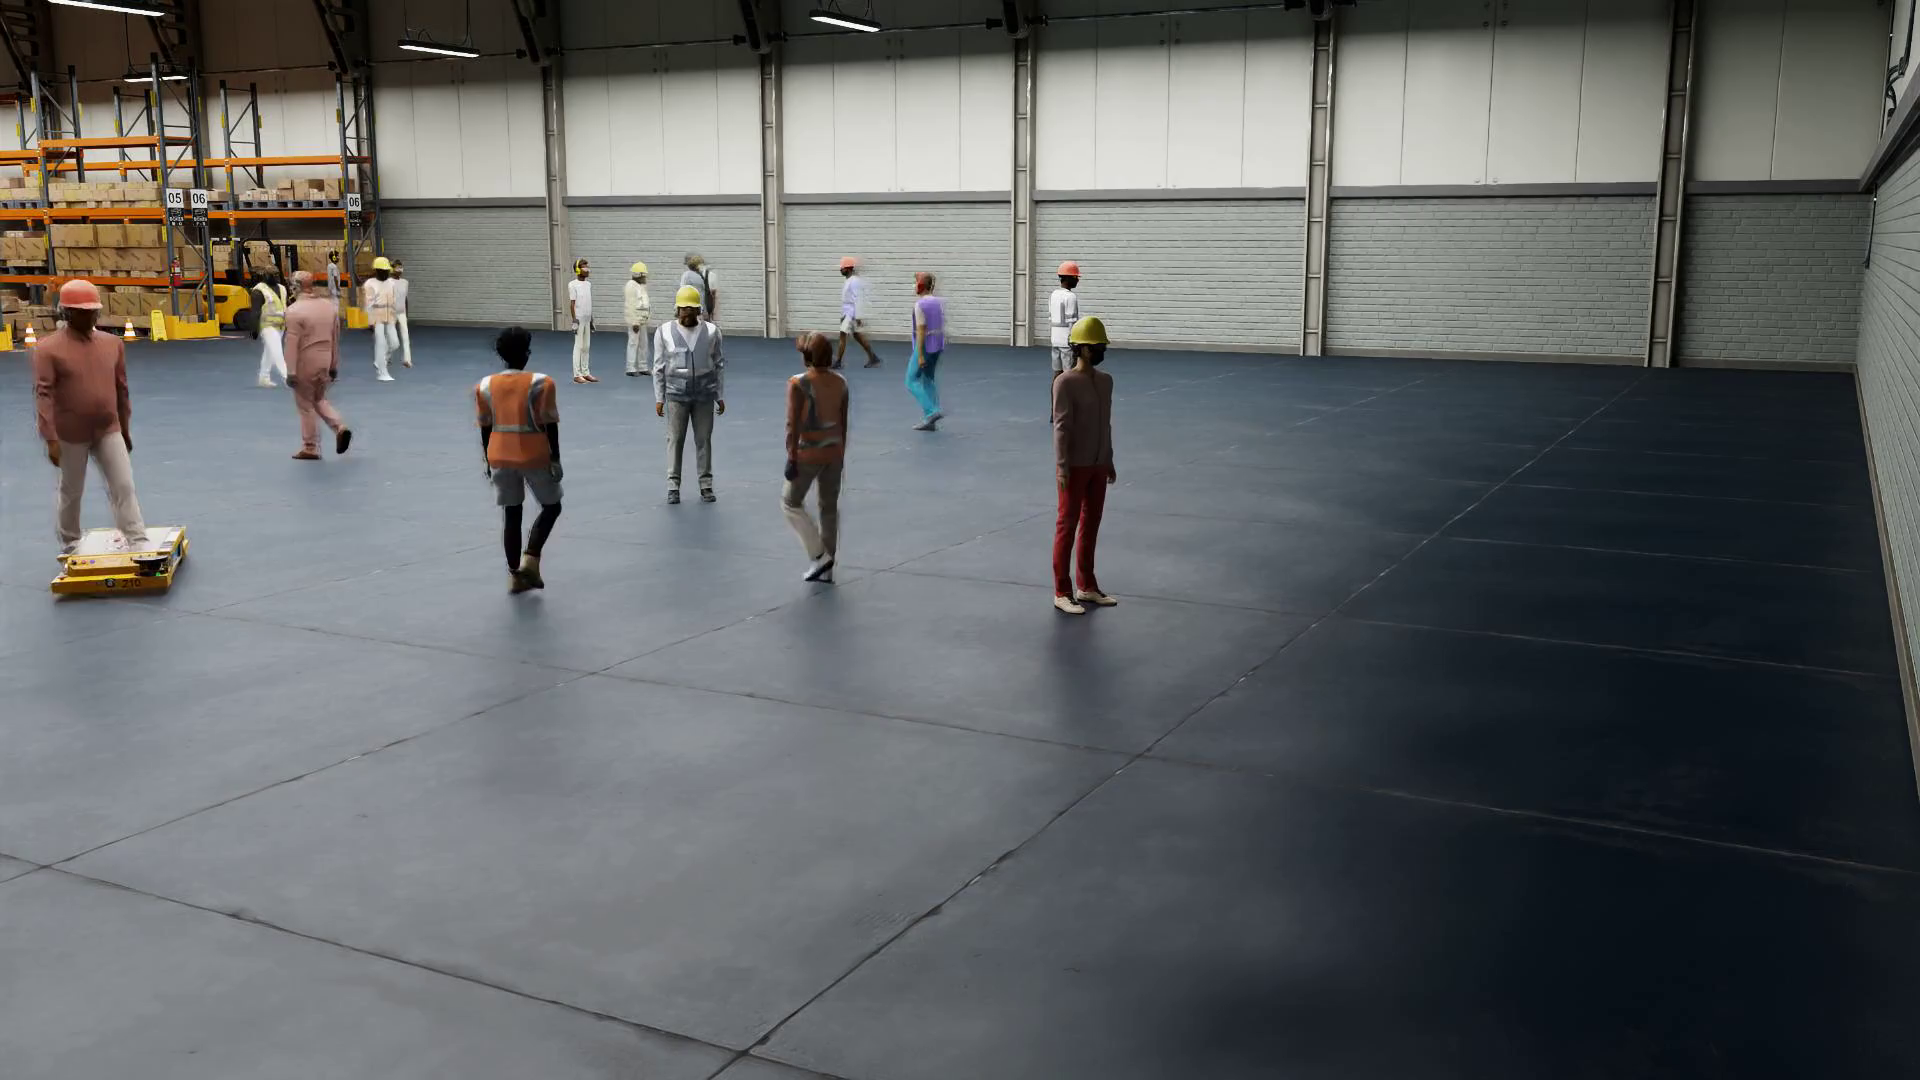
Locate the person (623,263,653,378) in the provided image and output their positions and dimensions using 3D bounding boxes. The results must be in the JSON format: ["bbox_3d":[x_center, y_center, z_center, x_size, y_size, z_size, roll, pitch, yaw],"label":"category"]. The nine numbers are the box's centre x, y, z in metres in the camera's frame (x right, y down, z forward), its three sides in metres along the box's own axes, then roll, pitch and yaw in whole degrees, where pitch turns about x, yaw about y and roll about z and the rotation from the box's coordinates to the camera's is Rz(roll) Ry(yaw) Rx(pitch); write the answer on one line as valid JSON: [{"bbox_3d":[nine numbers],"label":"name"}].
[{"bbox_3d":[-5.098,-3.462,26.310,0.410,1.809,0.609,1,10,5],"label":"person"}]

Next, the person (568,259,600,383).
[{"bbox_3d":[-5.739,-3.329,25.353,0.328,1.876,0.514,4,11,21],"label":"person"}]

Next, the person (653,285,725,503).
[{"bbox_3d":[-2.265,-1.219,13.967,0.601,1.827,0.403,-3,11,-18],"label":"person"}]

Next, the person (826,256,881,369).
[{"bbox_3d":[-1.790,-3.818,27.991,0.987,1.897,0.560,-3,11,-15],"label":"person"}]

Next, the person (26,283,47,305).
[{"bbox_3d":[-24.762,-6.871,44.565,0.403,1.919,0.587,5,11,24],"label":"person"}]

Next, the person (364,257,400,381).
[{"bbox_3d":[-8.928,-3.406,25.676,0.476,1.914,0.604,6,12,28],"label":"person"}]

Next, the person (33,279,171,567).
[{"bbox_3d":[-5.582,-0.691,10.749,0.986,1.946,0.665,7,13,34],"label":"person"}]

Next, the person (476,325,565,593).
[{"bbox_3d":[-2.740,-0.497,10.406,0.553,1.686,0.360,2,11,10],"label":"person"}]

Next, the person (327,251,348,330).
[{"bbox_3d":[-14.879,-5.944,39.622,0.331,1.874,0.519,-8,13,-36],"label":"person"}]

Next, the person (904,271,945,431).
[{"bbox_3d":[-0.402,-2.155,19.062,0.445,1.829,0.571,5,12,27],"label":"person"}]

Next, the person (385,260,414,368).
[{"bbox_3d":[-9.667,-3.870,28.438,0.523,1.842,0.915,-9,14,-40],"label":"person"}]

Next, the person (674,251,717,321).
[{"bbox_3d":[-4.557,-4.048,28.818,0.961,2.000,0.682,7,13,35],"label":"person"}]

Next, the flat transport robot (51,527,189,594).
[{"bbox_3d":[-5.528,0.105,10.998,0.652,0.197,1.431,-4,11,-19],"label":"flat transport robot"}]

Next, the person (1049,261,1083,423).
[{"bbox_3d":[1.270,-2.342,19.797,0.349,1.935,0.551,-5,11,-25],"label":"person"}]

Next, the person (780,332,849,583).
[{"bbox_3d":[-0.930,-0.520,10.682,0.366,1.627,0.537,9,14,41],"label":"person"}]

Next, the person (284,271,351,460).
[{"bbox_3d":[-6.453,-1.732,16.583,0.538,1.891,0.665,4,11,19],"label":"person"}]

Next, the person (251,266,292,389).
[{"bbox_3d":[-9.999,-3.111,24.375,0.938,1.790,0.635,3,11,14],"label":"person"}]

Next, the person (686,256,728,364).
[{"bbox_3d":[-4.338,-3.843,28.121,0.733,1.888,0.655,-2,11,-10],"label":"person"}]

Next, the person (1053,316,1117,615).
[{"bbox_3d":[0.755,-0.449,9.943,0.311,1.768,0.532,9,14,40],"label":"person"}]
